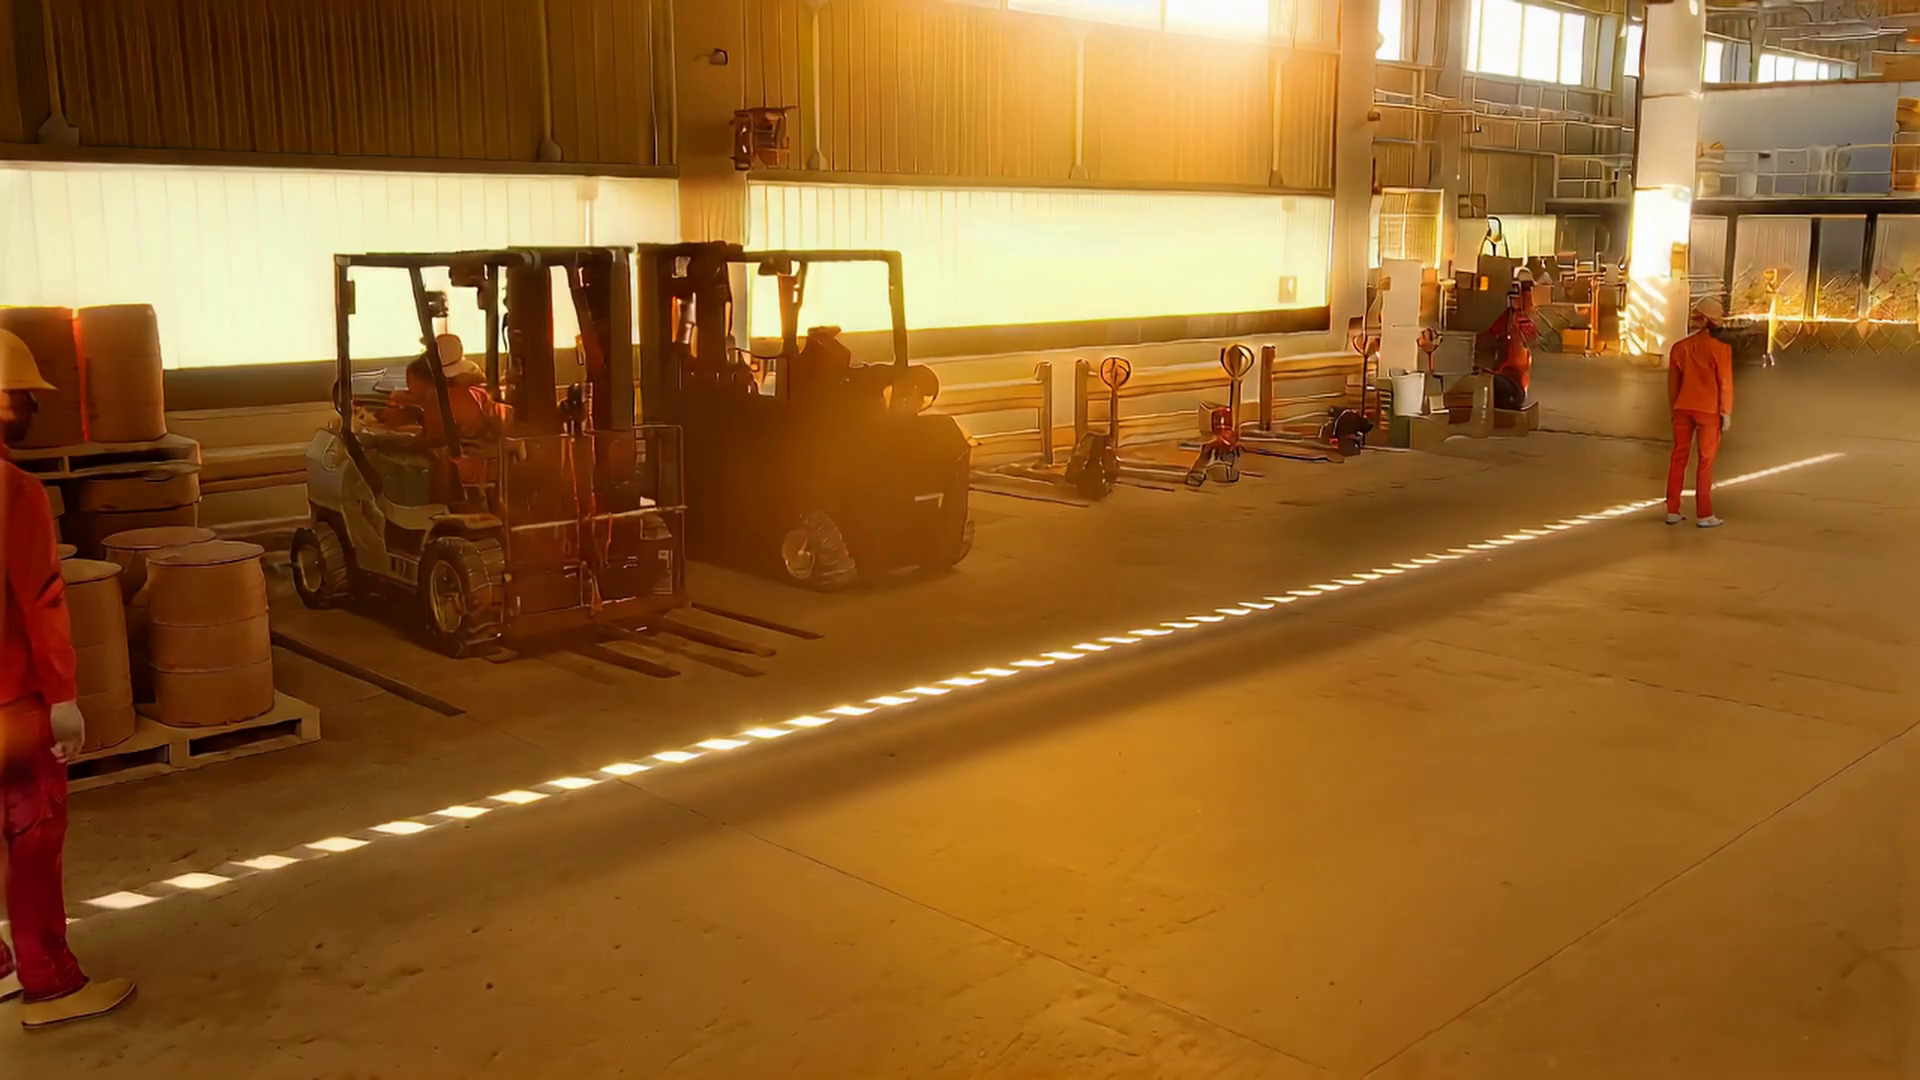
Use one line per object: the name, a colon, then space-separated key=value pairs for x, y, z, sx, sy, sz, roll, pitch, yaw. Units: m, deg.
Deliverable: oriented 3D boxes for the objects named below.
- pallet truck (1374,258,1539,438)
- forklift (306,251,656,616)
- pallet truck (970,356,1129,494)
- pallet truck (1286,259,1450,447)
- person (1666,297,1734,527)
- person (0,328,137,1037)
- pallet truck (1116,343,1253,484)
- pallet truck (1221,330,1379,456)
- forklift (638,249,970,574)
pallet truck: x=5.704 y=-2.208 z=18.901 sx=1.885 sy=1.965 sz=0.823 roll=10 pitch=14 yaw=43
forklift: x=-2.833 y=-0.669 z=9.694 sx=1.157 sy=1.987 sz=2.680 roll=-10 pitch=14 yaw=-44
pallet truck: x=0.784 y=-1.085 z=14.876 sx=0.680 sy=1.201 sz=1.601 roll=-10 pitch=14 yaw=-44
pallet truck: x=4.493 y=-2.078 z=18.196 sx=0.823 sy=1.965 sz=1.885 roll=-9 pitch=14 yaw=-40
person: x=5.716 y=-0.981 z=12.847 sx=0.314 sy=1.769 sz=0.525 roll=-7 pitch=13 yaw=-34
person: x=-2.686 y=0.399 z=4.701 sx=0.622 sy=1.990 sz=0.397 roll=6 pitch=12 yaw=28
pallet truck: x=1.962 y=-1.215 z=15.415 sx=1.522 sy=1.261 sz=0.704 roll=10 pitch=14 yaw=43
pallet truck: x=3.563 y=-1.581 z=17.381 sx=0.653 sy=1.274 sz=1.630 roll=-10 pitch=14 yaw=-44
forklift: x=-1.173 y=-0.958 z=11.239 sx=2.680 sy=1.987 sz=1.157 roll=10 pitch=14 yaw=43
